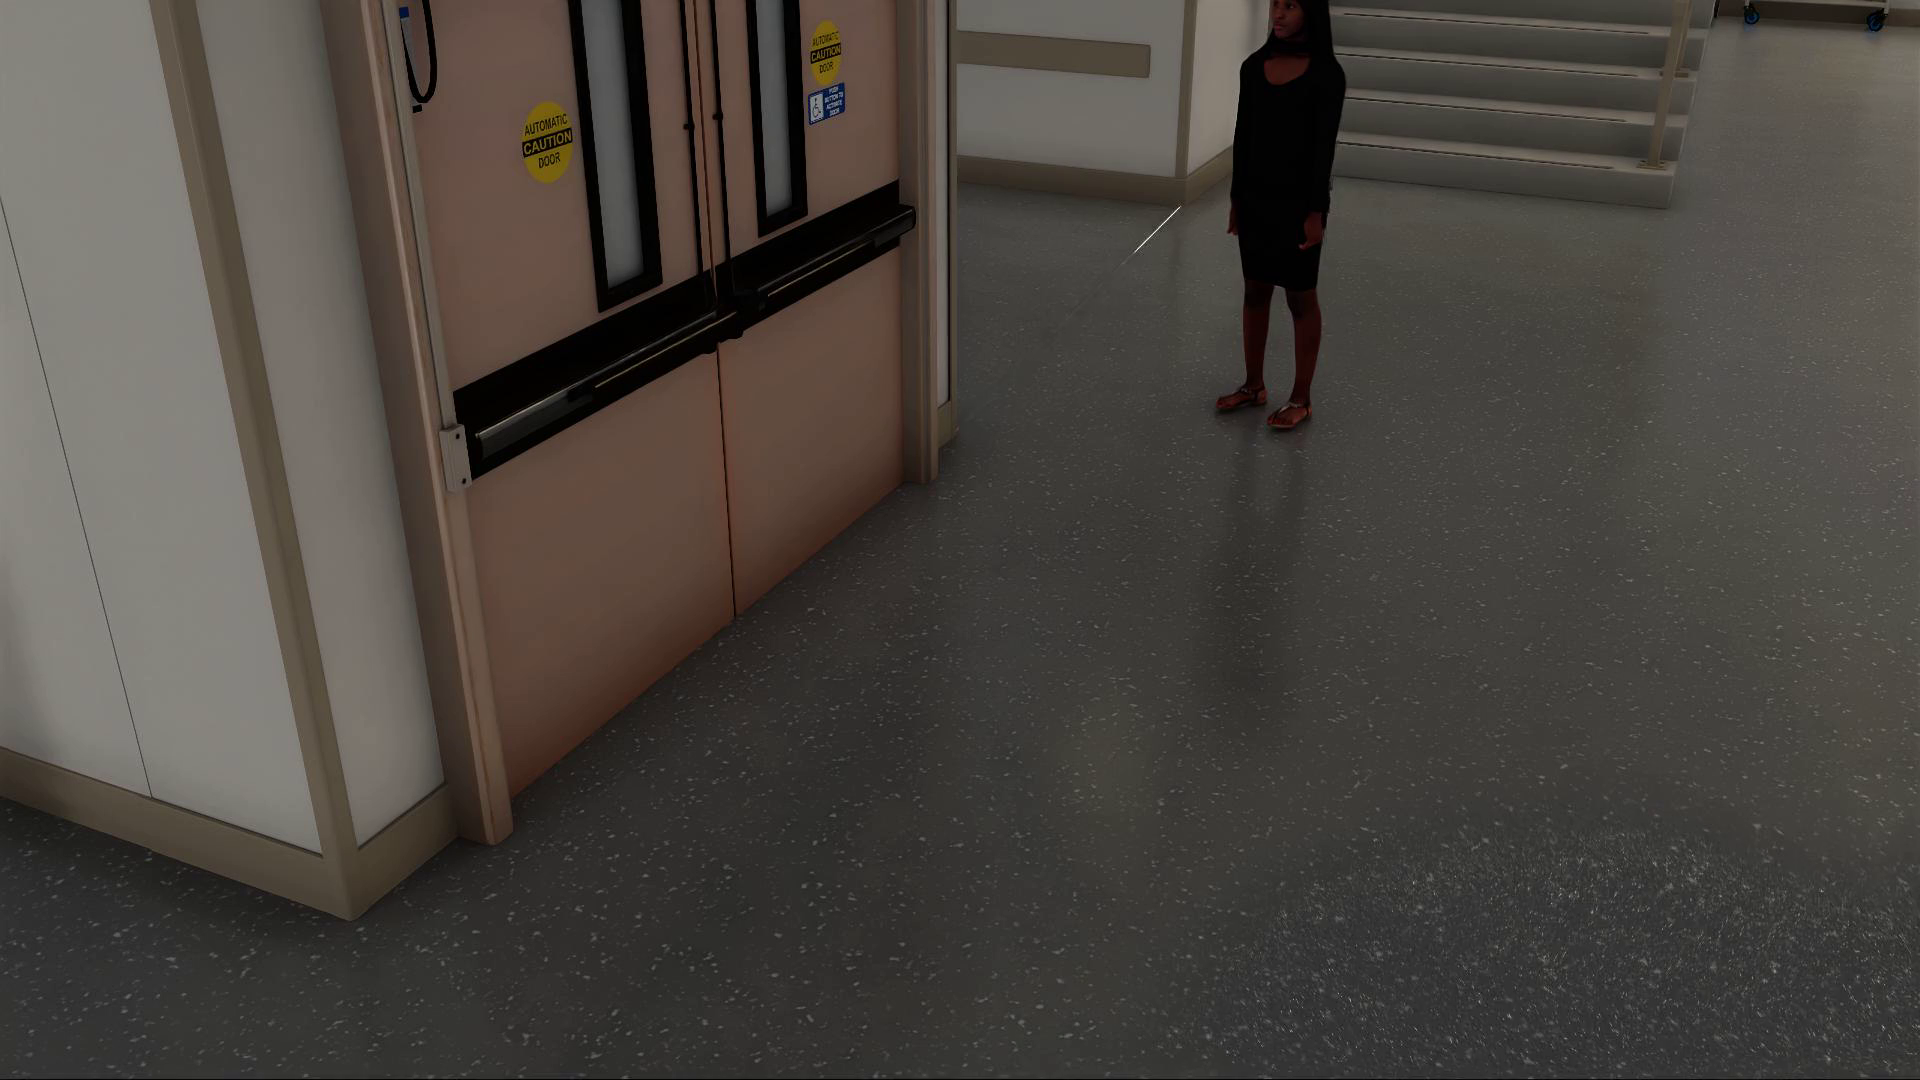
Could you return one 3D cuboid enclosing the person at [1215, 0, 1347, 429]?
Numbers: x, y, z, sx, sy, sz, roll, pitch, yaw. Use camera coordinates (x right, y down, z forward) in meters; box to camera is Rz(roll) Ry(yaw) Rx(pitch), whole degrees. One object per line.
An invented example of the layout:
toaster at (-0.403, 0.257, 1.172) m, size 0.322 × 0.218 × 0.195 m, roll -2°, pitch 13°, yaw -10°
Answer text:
person at (1.242, -1.288, 6.391) m, size 0.659 × 1.723 × 0.606 m, roll 22°, pitch 34°, yaw 38°
